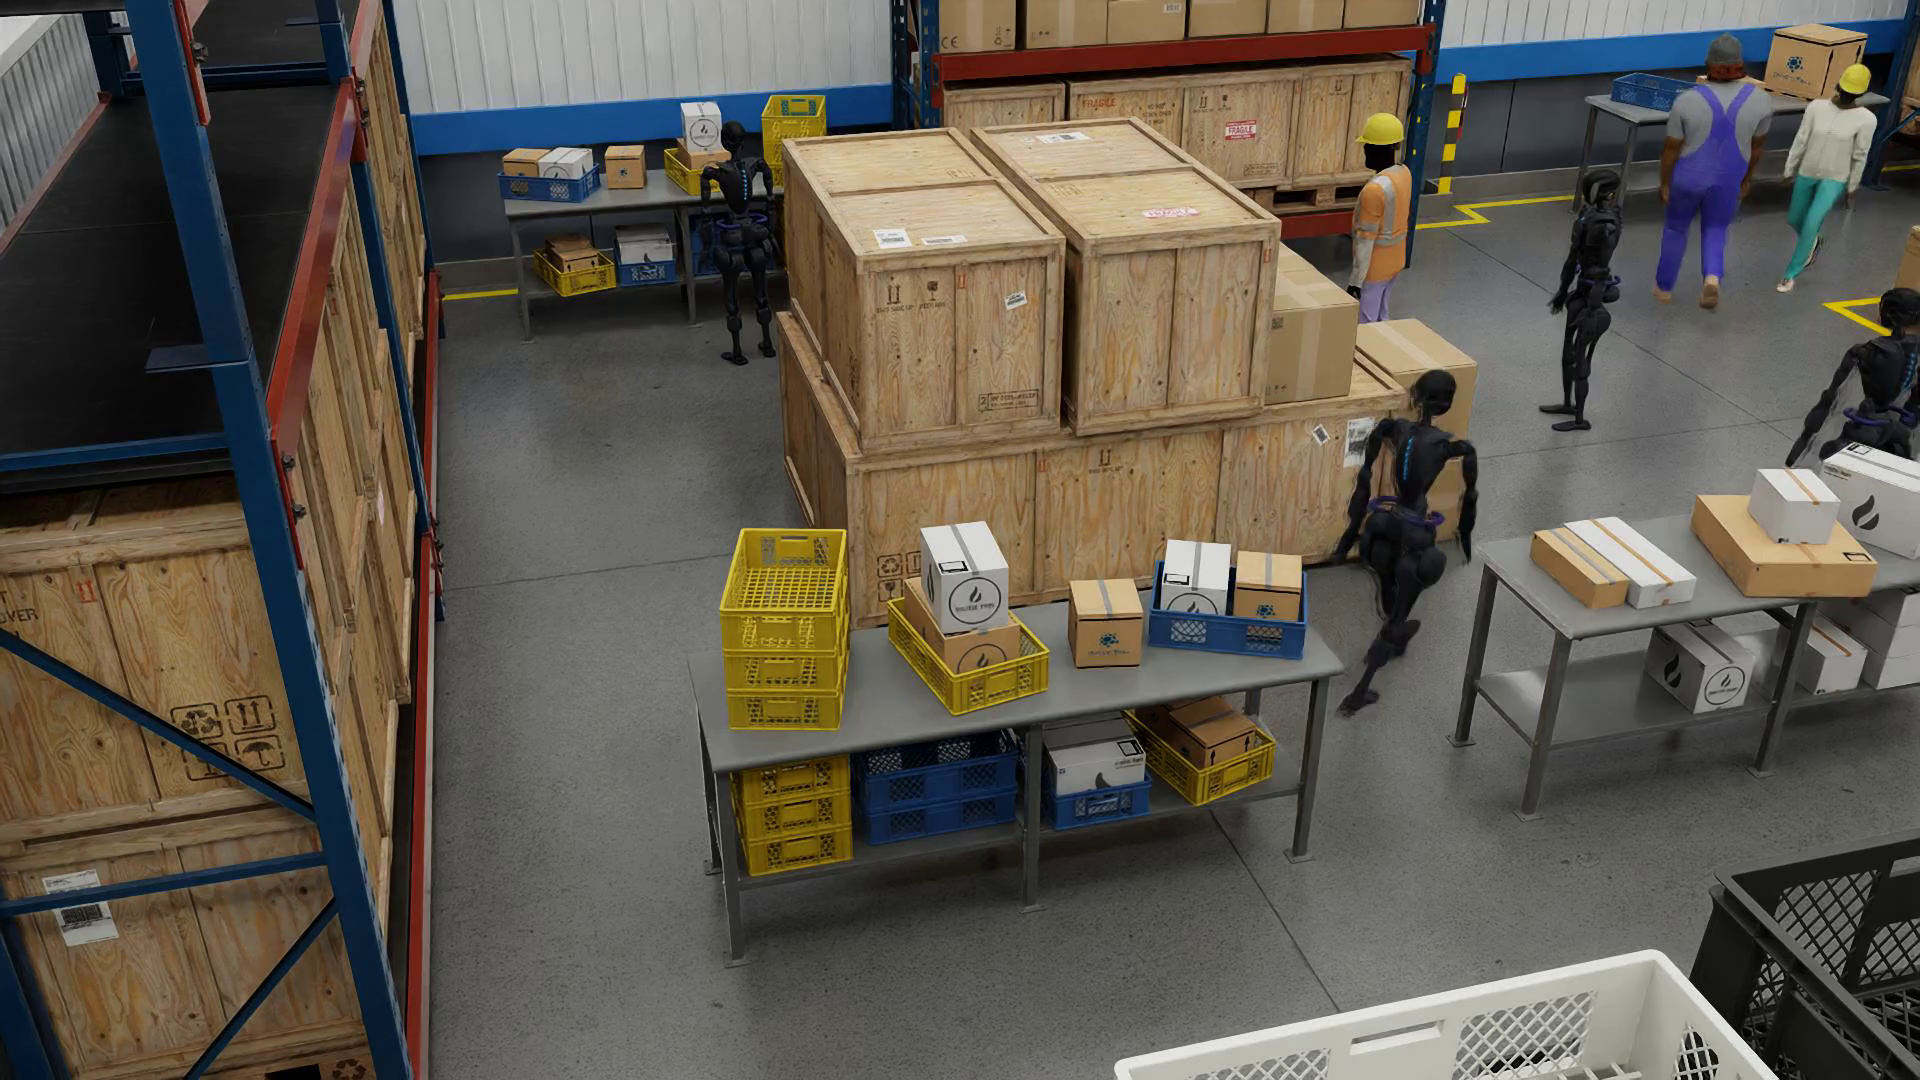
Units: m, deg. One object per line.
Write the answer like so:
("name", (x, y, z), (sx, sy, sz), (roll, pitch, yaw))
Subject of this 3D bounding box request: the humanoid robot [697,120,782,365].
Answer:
("humanoid robot", (-1.498, -2.028, 11.323), (0.609, 1.657, 0.314), (-18, 34, -29))

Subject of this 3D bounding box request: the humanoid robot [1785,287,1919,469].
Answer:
("humanoid robot", (4.662, -0.534, 8.633), (0.655, 1.649, 0.418), (-8, 30, -14))

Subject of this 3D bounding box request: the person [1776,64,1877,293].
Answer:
("person", (6.578, -2.776, 12.639), (0.687, 1.727, 0.550), (-24, 37, -37))

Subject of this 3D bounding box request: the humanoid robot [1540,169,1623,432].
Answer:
("humanoid robot", (3.899, -1.497, 10.370), (0.320, 1.651, 0.582), (0, 29, 0))

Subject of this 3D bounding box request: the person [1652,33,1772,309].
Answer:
("person", (5.430, -2.664, 12.117), (0.691, 2.000, 0.677), (6, 29, 10))

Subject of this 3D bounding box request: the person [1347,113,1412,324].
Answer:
("person", (2.621, -1.752, 10.594), (0.399, 1.919, 0.579), (17, 33, 28))

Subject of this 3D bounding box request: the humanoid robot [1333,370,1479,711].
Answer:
("humanoid robot", (2.066, -0.022, 7.753), (0.815, 1.618, 0.549), (-24, 37, -37))
